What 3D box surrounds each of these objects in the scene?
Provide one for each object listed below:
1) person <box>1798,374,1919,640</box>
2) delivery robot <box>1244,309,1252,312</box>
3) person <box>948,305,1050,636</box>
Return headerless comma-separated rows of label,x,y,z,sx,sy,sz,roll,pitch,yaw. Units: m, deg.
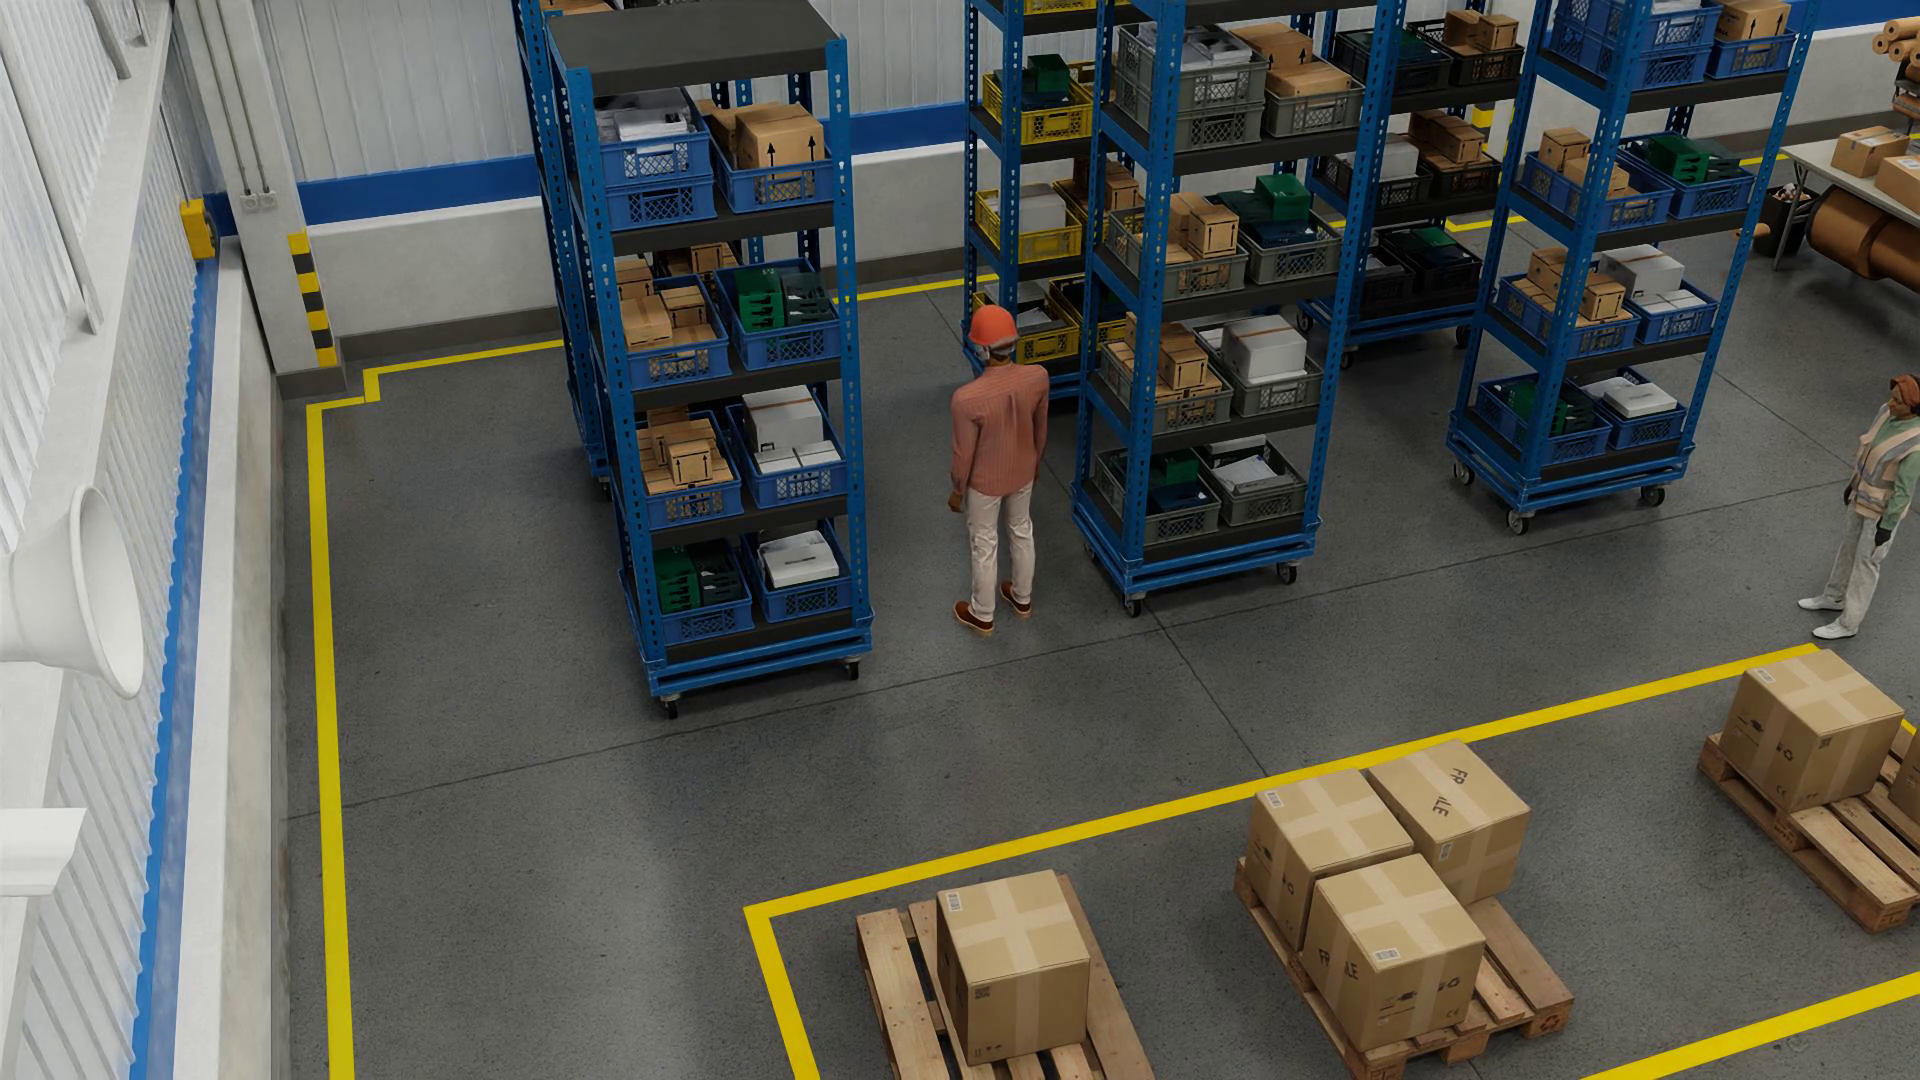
person,5.017,-0.186,9.123,0.313,1.634,0.514,3,35,4
delivery robot,2.294,-2.044,12.608,0.477,0.478,0.707,30,45,35
person,0.200,-0.368,9.071,0.609,1.993,0.382,-21,40,-27
